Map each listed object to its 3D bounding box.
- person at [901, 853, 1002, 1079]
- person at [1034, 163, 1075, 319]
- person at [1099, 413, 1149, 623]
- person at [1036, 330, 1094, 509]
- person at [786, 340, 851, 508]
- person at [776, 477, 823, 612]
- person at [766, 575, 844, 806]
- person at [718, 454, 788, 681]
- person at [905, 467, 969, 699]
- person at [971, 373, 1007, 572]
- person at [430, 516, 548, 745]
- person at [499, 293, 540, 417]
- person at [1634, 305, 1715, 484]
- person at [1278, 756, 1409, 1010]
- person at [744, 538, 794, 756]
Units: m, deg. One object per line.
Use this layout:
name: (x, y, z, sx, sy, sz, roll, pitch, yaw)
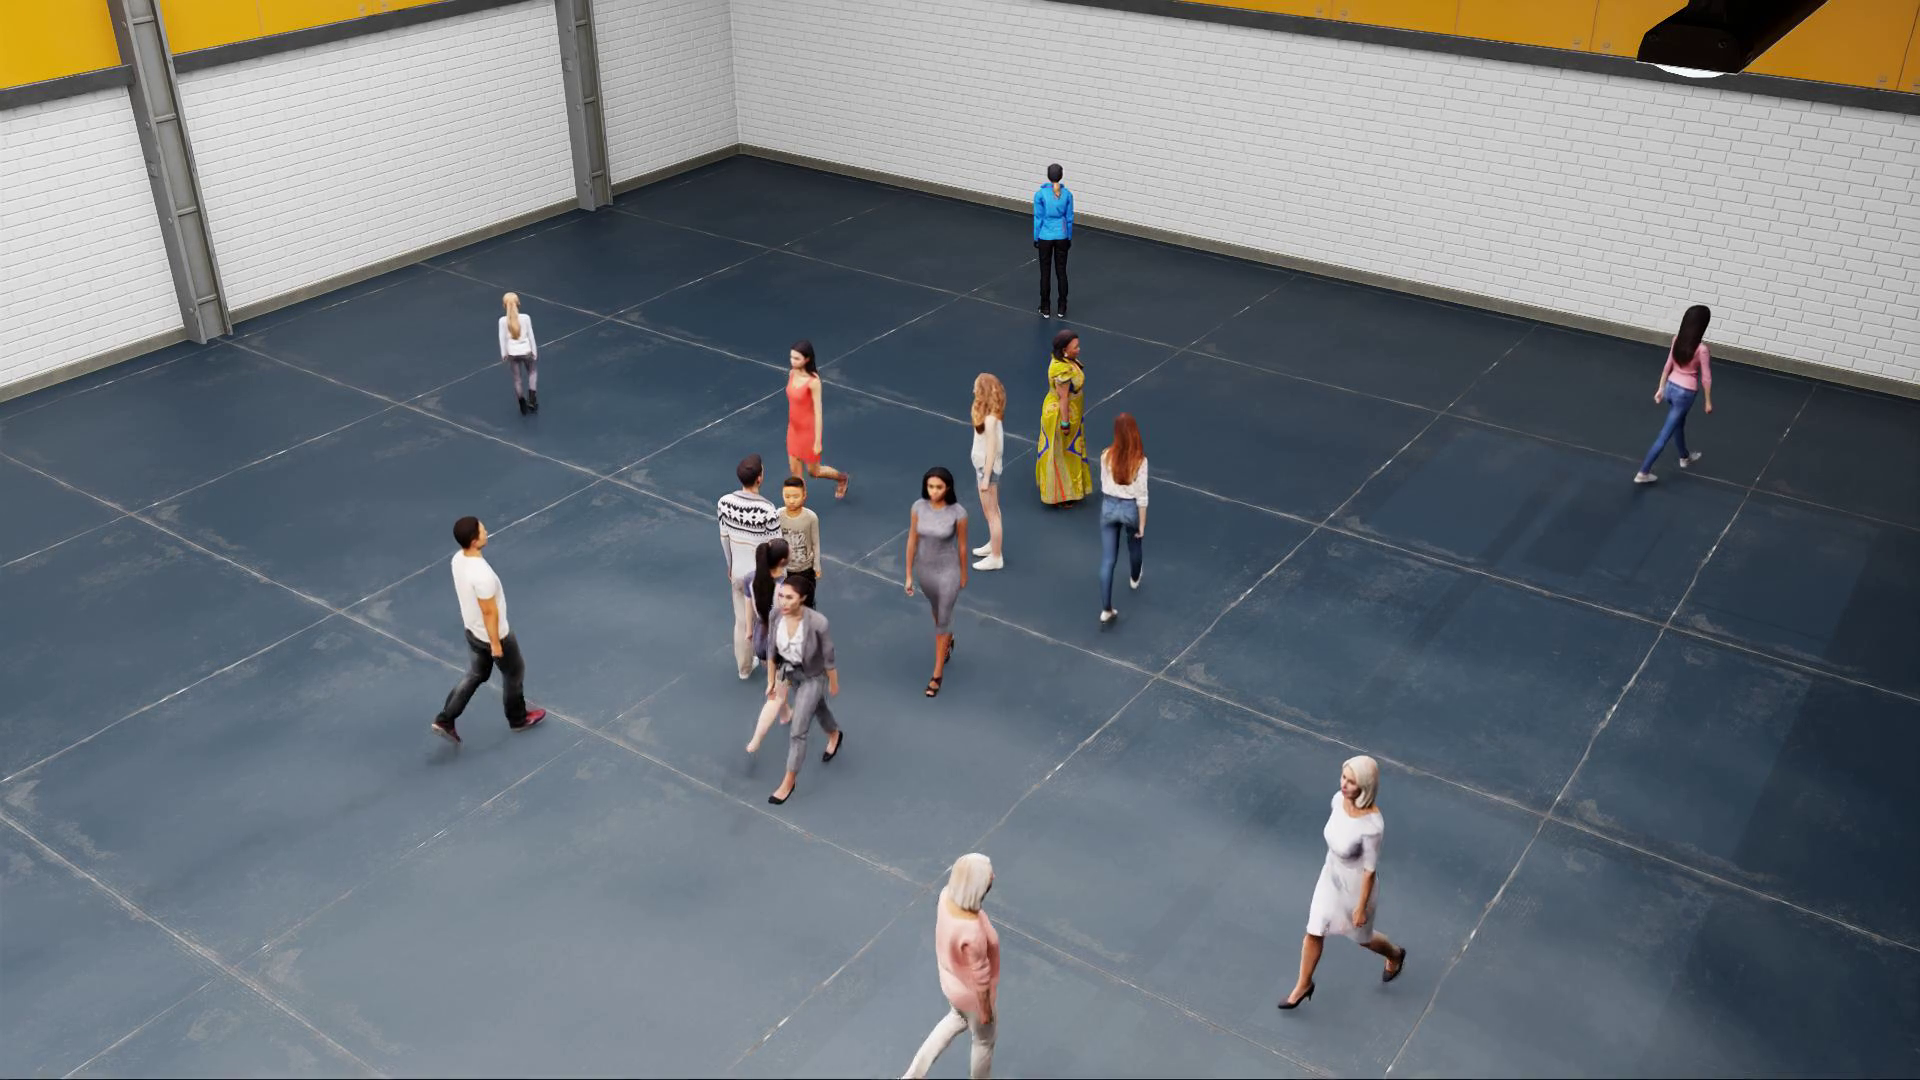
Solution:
person: (-0.028, 2.319, 8.630, 0.976, 1.714, 0.835, -14, 31, -23)
person: (1.071, -3.444, 19.109, 0.690, 1.795, 0.721, -1, 29, -2)
person: (1.246, -0.147, 13.185, 0.832, 1.680, 1.208, 10, 30, 17)
person: (0.925, -1.120, 14.990, 1.056, 1.660, 0.948, 1, 29, 2)
person: (-1.303, -0.964, 14.665, 1.022, 1.697, 0.680, -25, 38, -38)
person: (-1.263, 0.186, 12.799, 0.633, 1.465, 0.682, -3, 29, -5)
person: (-1.002, 0.934, 11.278, 0.628, 1.609, 1.115, 16, 33, 27)
person: (-1.511, 0.232, 12.300, 0.722, 1.861, 0.635, 12, 31, 21)
person: (-0.135, 0.226, 12.435, 0.765, 1.744, 1.108, 11, 30, 19)
person: (0.255, -0.576, 13.892, 0.715, 1.757, 0.613, 1, 29, 2)
person: (-3.390, 0.659, 11.604, 1.118, 1.779, 0.799, -23, 36, -36)
person: (-4.434, -1.852, 16.743, 0.607, 1.267, 0.669, -6, 29, -10)
person: (6.543, -1.302, 15.273, 1.127, 1.709, 0.958, -10, 30, -17)
person: (2.261, 1.923, 9.348, 1.147, 1.720, 0.919, -14, 31, -24)
person: (-1.326, 0.772, 11.565, 0.690, 1.618, 1.033, 13, 31, 22)
